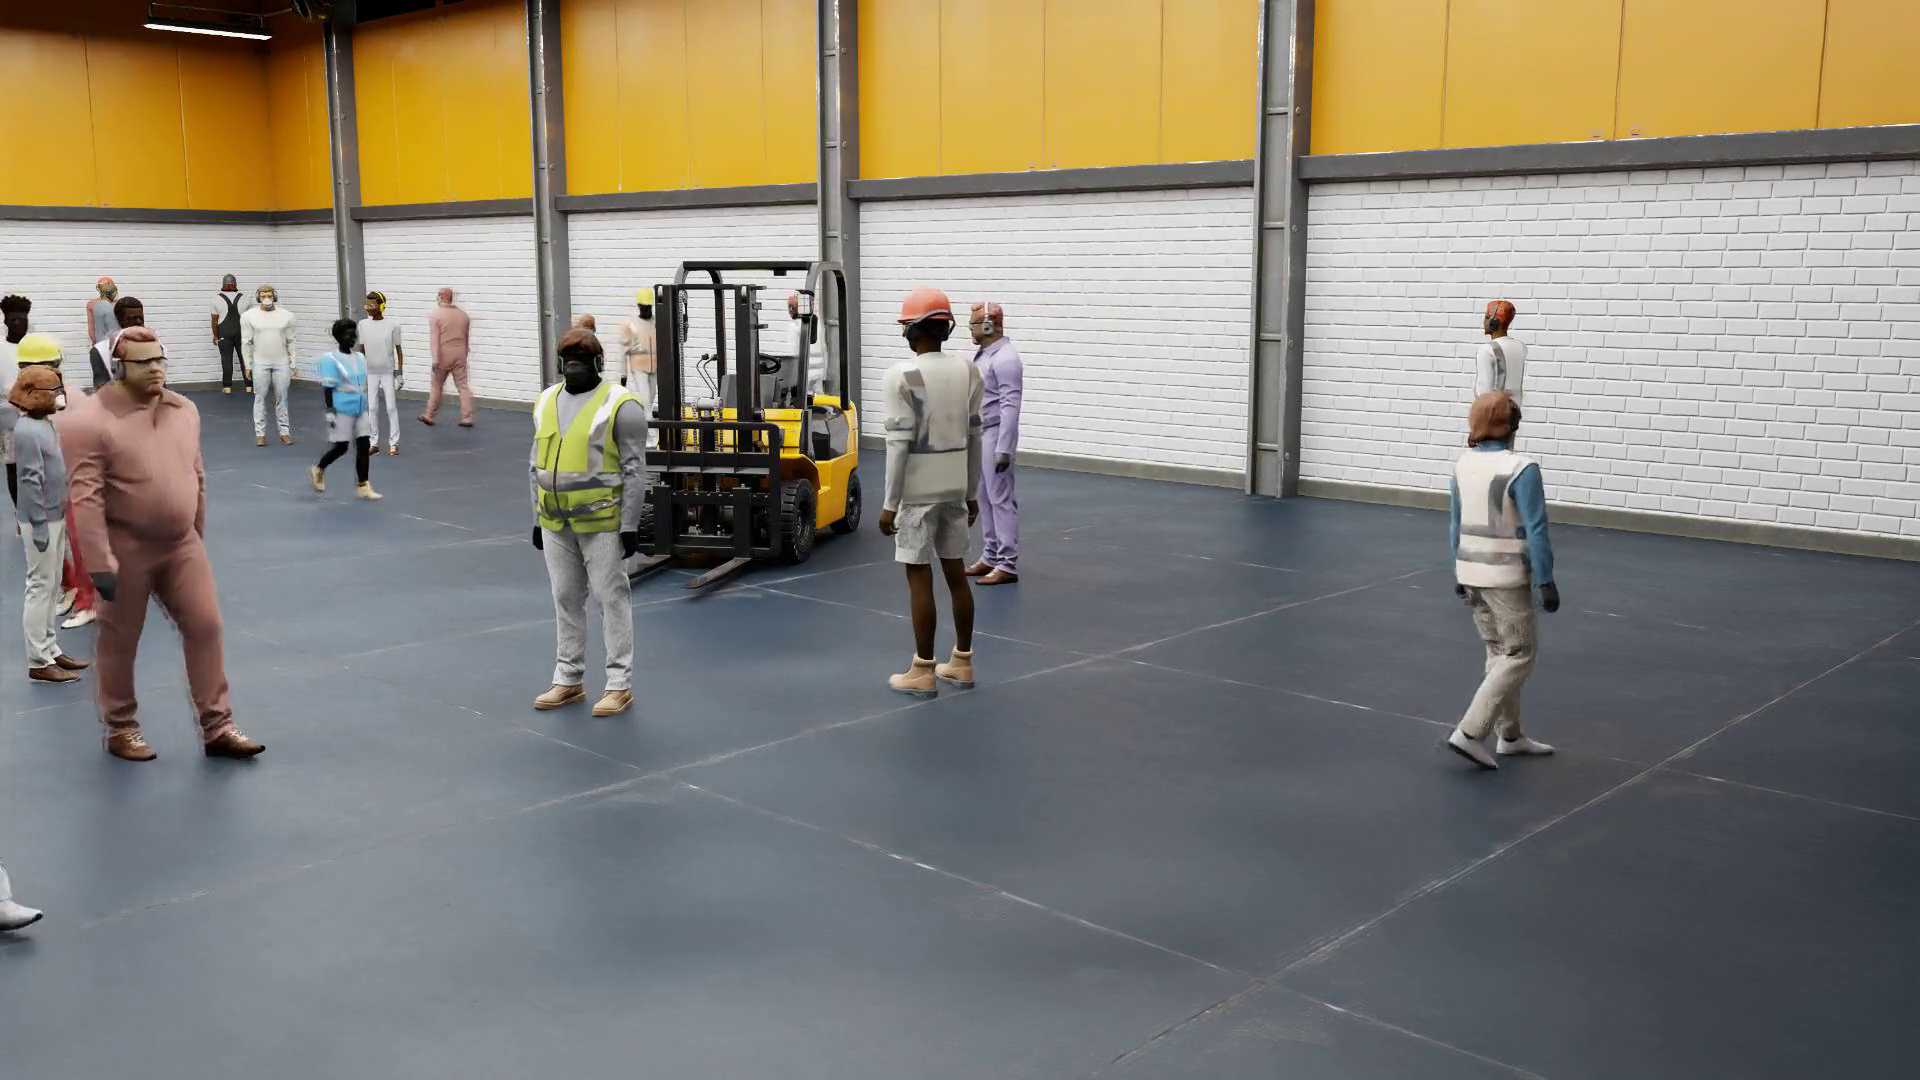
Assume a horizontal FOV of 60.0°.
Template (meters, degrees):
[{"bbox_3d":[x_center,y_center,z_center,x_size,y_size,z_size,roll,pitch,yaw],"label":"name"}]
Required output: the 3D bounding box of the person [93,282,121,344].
[{"bbox_3d":[-12.216,-2.736,23.919,0.627,1.935,0.371,9,13,44],"label":"person"}]

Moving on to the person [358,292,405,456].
[{"bbox_3d":[-6.572,-1.878,18.874,0.520,1.865,0.335,0,9,0],"label":"person"}]

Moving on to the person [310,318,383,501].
[{"bbox_3d":[-5.651,-1.195,15.225,0.676,1.676,0.542,4,10,24],"label":"person"}]

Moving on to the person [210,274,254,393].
[{"bbox_3d":[-12.496,-3.547,28.562,0.687,2.000,0.535,-5,11,-30],"label":"person"}]

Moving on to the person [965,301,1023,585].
[{"bbox_3d":[0.193,-0.651,11.225,0.400,1.905,0.644,-2,10,-15],"label":"person"}]

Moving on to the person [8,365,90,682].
[{"bbox_3d":[-4.716,-0.087,8.592,0.267,1.632,0.507,-3,10,-18],"label":"person"}]

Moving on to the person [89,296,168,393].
[{"bbox_3d":[-6.071,-0.826,12.248,0.392,1.920,0.587,5,10,28],"label":"person"}]

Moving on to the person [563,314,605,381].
[{"bbox_3d":[-4.297,-1.782,19.054,0.537,1.609,0.375,2,9,10],"label":"person"}]

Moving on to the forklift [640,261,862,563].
[{"bbox_3d":[-1.552,-1.040,12.721,1.214,2.155,2.313,2,9,11],"label":"forklift"}]

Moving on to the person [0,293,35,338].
[{"bbox_3d":[-12.120,-2.267,21.395,0.495,1.817,0.597,3,10,17],"label":"person"}]

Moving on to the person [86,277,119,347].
[{"bbox_3d":[-13.692,-3.232,26.795,0.608,1.986,0.391,-1,9,-9],"label":"person"}]

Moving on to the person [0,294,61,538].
[{"bbox_3d":[-7.240,-0.923,12.842,0.612,1.913,0.996,-5,11,-30],"label":"person"}]

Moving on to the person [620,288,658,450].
[{"bbox_3d":[-3.610,-1.986,19.454,0.599,1.883,0.935,-7,12,-39],"label":"person"}]

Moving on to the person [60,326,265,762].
[{"bbox_3d":[-3.390,0.044,7.055,0.852,1.871,0.671,5,11,29],"label":"person"}]

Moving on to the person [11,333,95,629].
[{"bbox_3d":[-5.320,-0.342,9.793,0.540,1.750,0.418,1,9,7],"label":"person"}]

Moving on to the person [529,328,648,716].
[{"bbox_3d":[-1.798,-0.084,7.939,0.633,1.843,0.429,4,10,24],"label":"person"}]

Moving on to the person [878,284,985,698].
[{"bbox_3d":[-0.162,-0.243,8.296,0.615,2.040,0.391,-8,12,-40],"label":"person"}]

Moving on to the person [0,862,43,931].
[{"bbox_3d":[-3.294,0.494,5.154,0.791,1.587,0.532,4,10,24],"label":"person"}]

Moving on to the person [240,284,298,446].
[{"bbox_3d":[-8.284,-2.100,19.999,0.629,1.939,0.372,-5,11,-30],"label":"person"}]

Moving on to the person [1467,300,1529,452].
[{"bbox_3d":[4.101,-0.892,12.759,0.574,1.885,0.356,-8,12,-42],"label":"person"}]

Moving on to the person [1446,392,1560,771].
[{"bbox_3d":[2.320,0.174,7.101,0.555,1.607,0.550,-3,10,-17],"label":"person"}]

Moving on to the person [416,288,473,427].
[{"bbox_3d":[-6.934,-2.450,22.391,0.942,1.859,0.660,8,12,39],"label":"person"}]

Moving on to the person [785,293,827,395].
[{"bbox_3d":[-1.643,-1.804,18.494,0.767,1.852,0.339,-9,13,-43],"label":"person"}]
